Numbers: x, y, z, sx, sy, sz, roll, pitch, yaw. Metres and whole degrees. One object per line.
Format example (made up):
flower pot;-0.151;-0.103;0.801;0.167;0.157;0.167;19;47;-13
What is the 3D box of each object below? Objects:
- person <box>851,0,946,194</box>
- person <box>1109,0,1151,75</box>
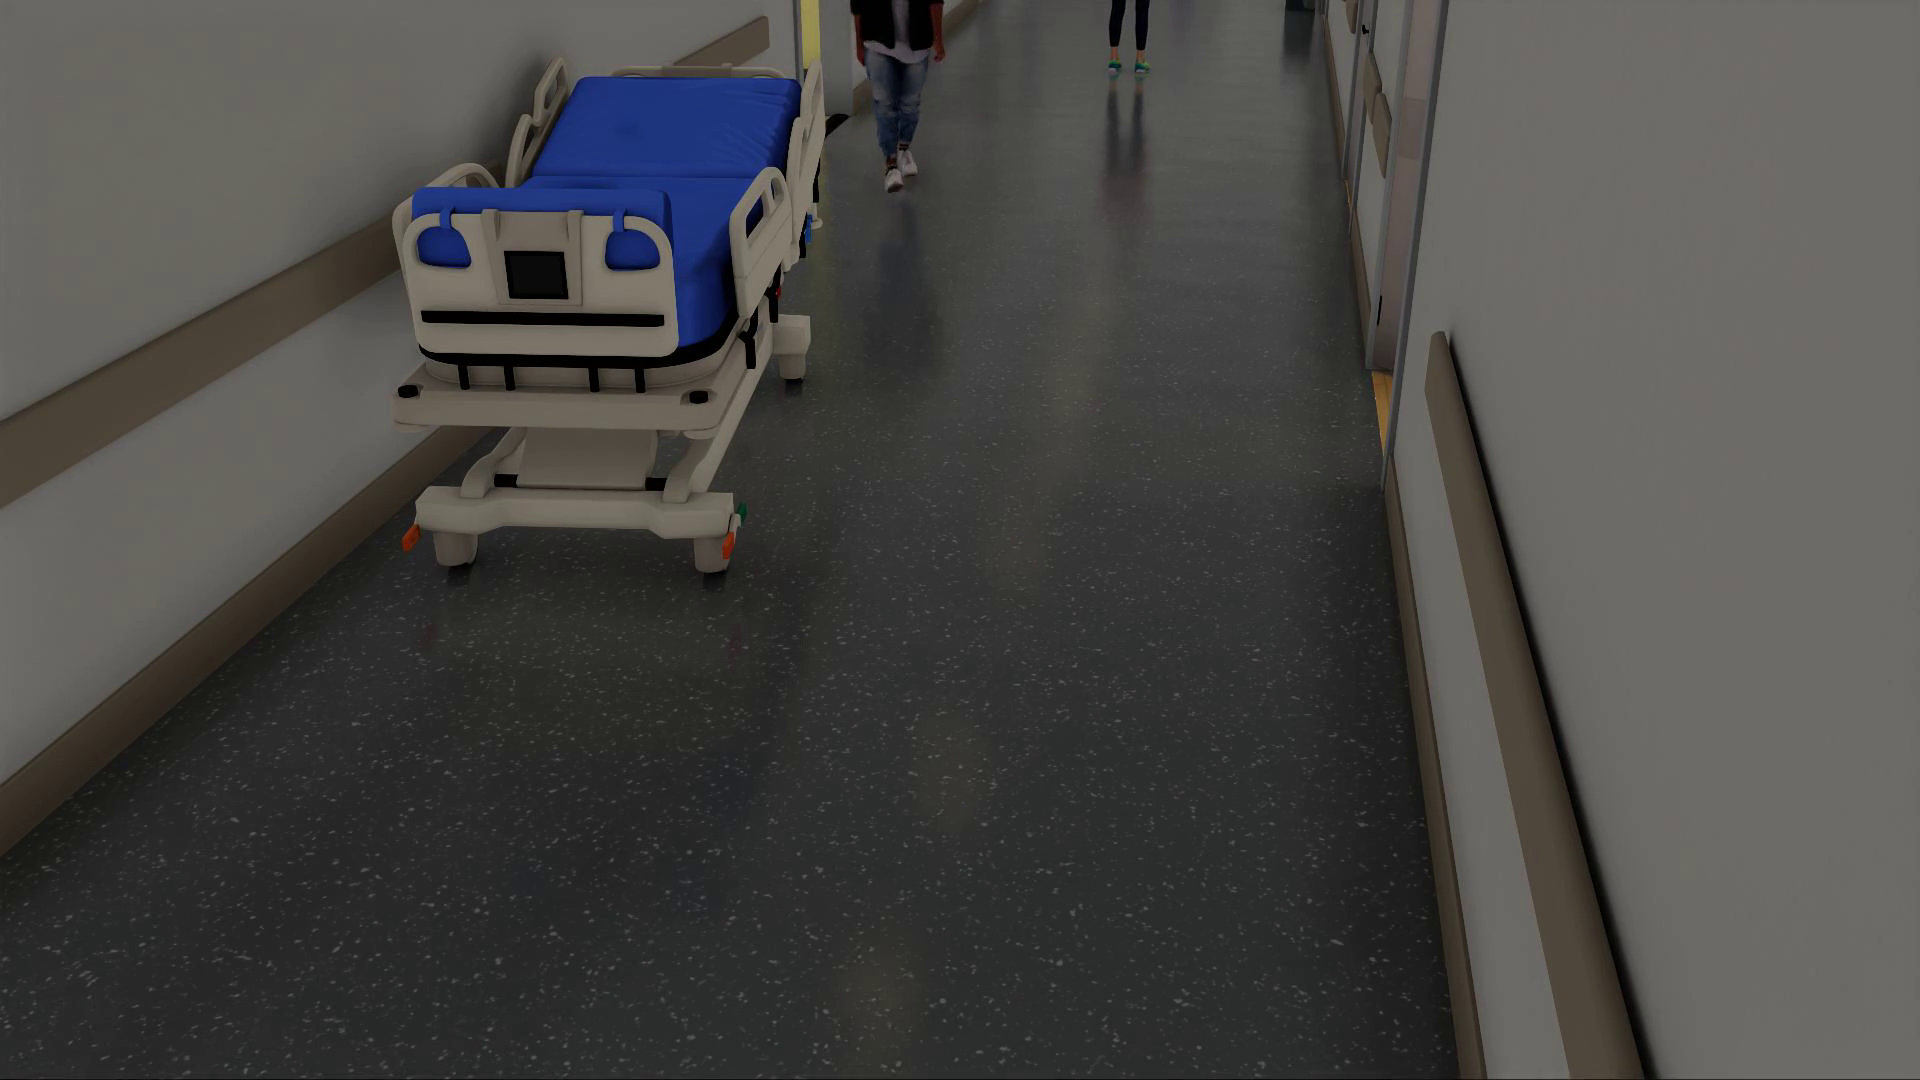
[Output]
person;-0.364;-2.976;9.852;1.199;1.756;0.984;-3;26;-5
person;1.392;-4.654;13.392;0.520;1.703;0.681;9;27;17
